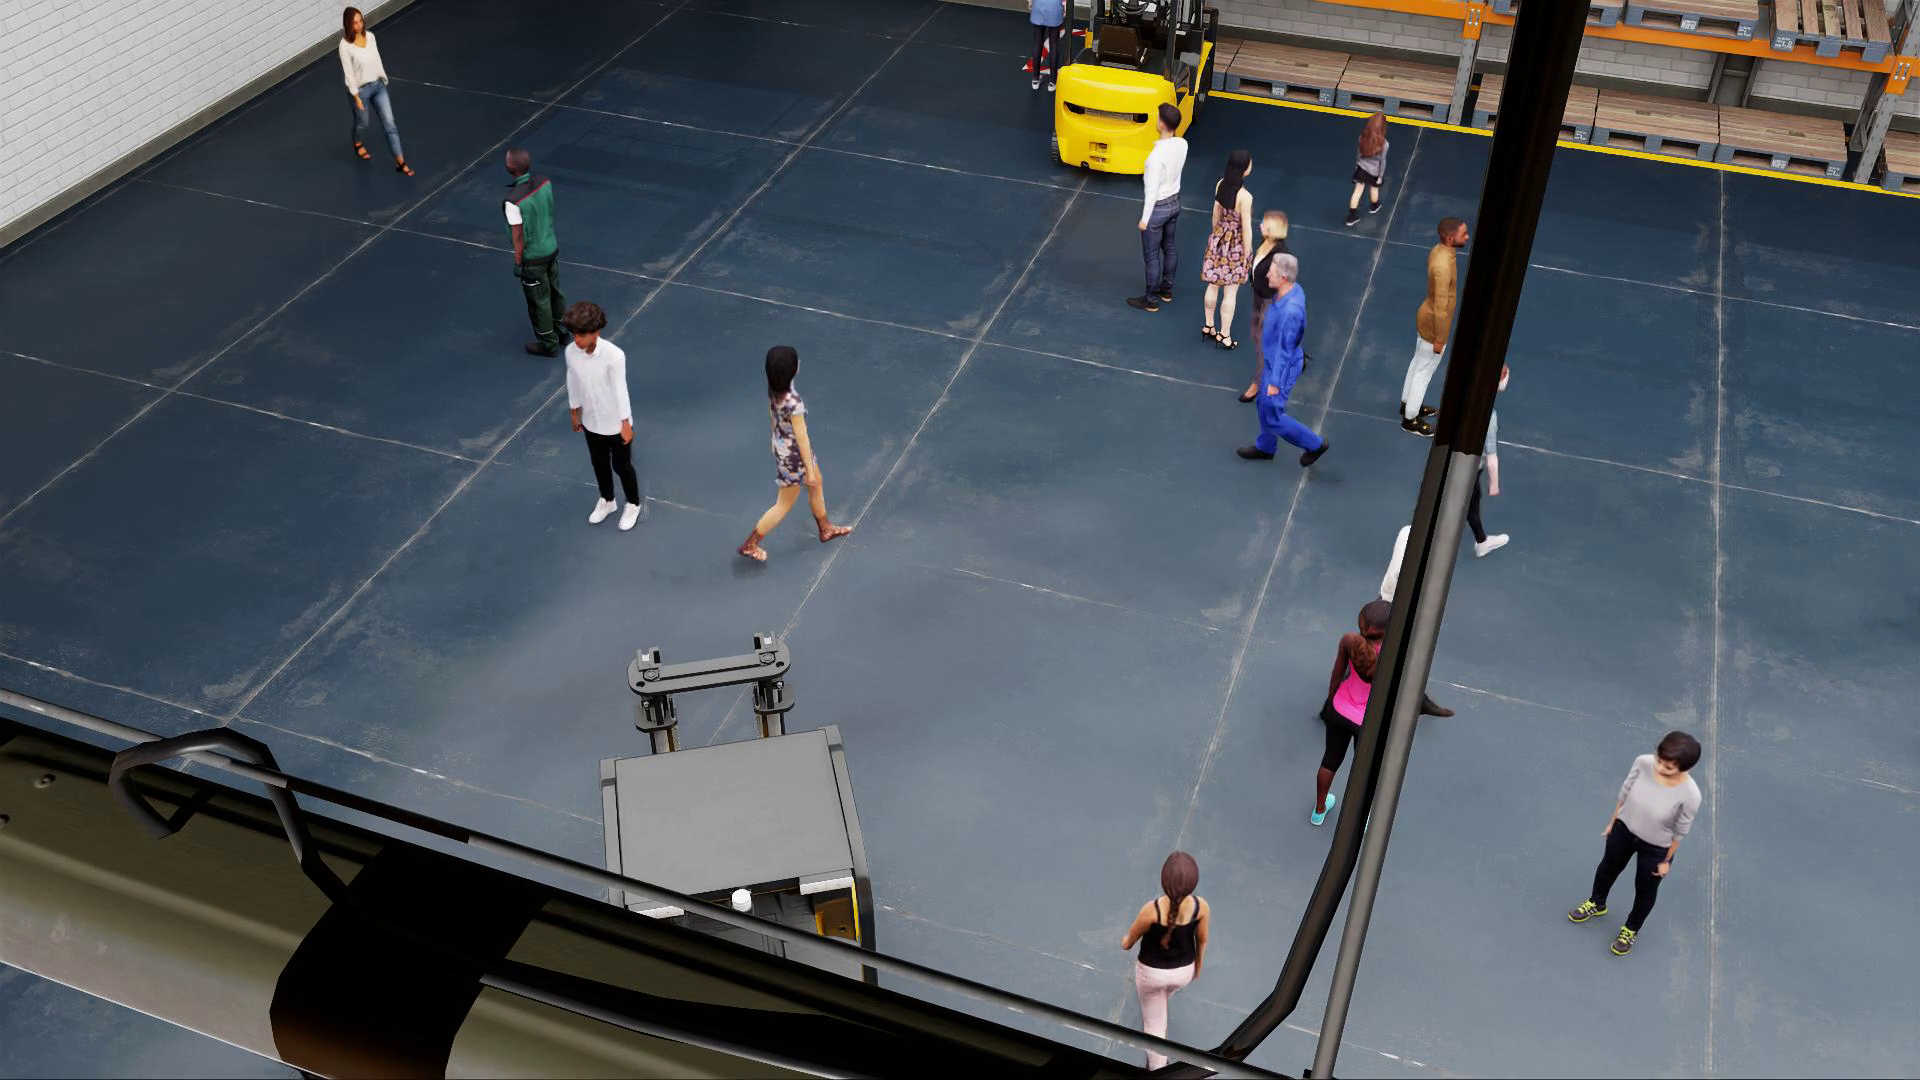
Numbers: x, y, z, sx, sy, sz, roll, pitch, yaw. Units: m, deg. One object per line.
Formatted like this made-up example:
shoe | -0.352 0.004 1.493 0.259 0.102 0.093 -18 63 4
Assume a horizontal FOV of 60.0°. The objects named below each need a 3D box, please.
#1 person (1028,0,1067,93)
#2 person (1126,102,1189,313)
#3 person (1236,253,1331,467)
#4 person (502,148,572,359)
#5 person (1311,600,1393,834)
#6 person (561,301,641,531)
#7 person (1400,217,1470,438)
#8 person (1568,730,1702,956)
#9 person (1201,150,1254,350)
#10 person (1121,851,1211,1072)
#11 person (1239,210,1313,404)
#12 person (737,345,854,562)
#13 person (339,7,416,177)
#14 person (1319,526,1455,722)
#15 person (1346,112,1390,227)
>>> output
person | 0.942 -5.748 17.921 0.458 1.809 0.718 15 41 18
person | 1.732 -2.841 14.233 0.710 1.868 0.702 30 47 32
person | 2.463 -1.280 12.324 0.989 1.810 0.864 5 39 7
person | -3.481 -2.364 13.658 0.611 1.840 0.696 16 41 19
person | 2.270 1.021 9.513 0.597 1.723 0.696 30 47 32
person | -2.508 -0.908 11.859 0.525 1.810 0.714 13 41 16
person | 3.640 -1.663 12.799 0.610 1.817 0.669 5 39 7
person | 3.690 1.585 8.943 0.680 1.552 0.579 -26 45 -28
person | 2.229 -2.400 13.756 0.863 1.774 0.790 -22 44 -26
person | 1.024 2.180 8.226 1.014 1.518 0.924 -7 39 -9
person | 2.530 -1.837 13.148 0.978 1.652 0.876 -10 40 -13
person | -1.234 -0.553 11.504 1.148 1.698 1.078 -16 41 -19
person | -5.908 -4.439 16.417 1.177 1.639 0.879 27 46 30
person | 2.540 0.505 10.084 1.068 1.818 0.744 6 39 8
person | 3.824 -3.478 15.662 0.773 1.079 0.693 26 46 29
